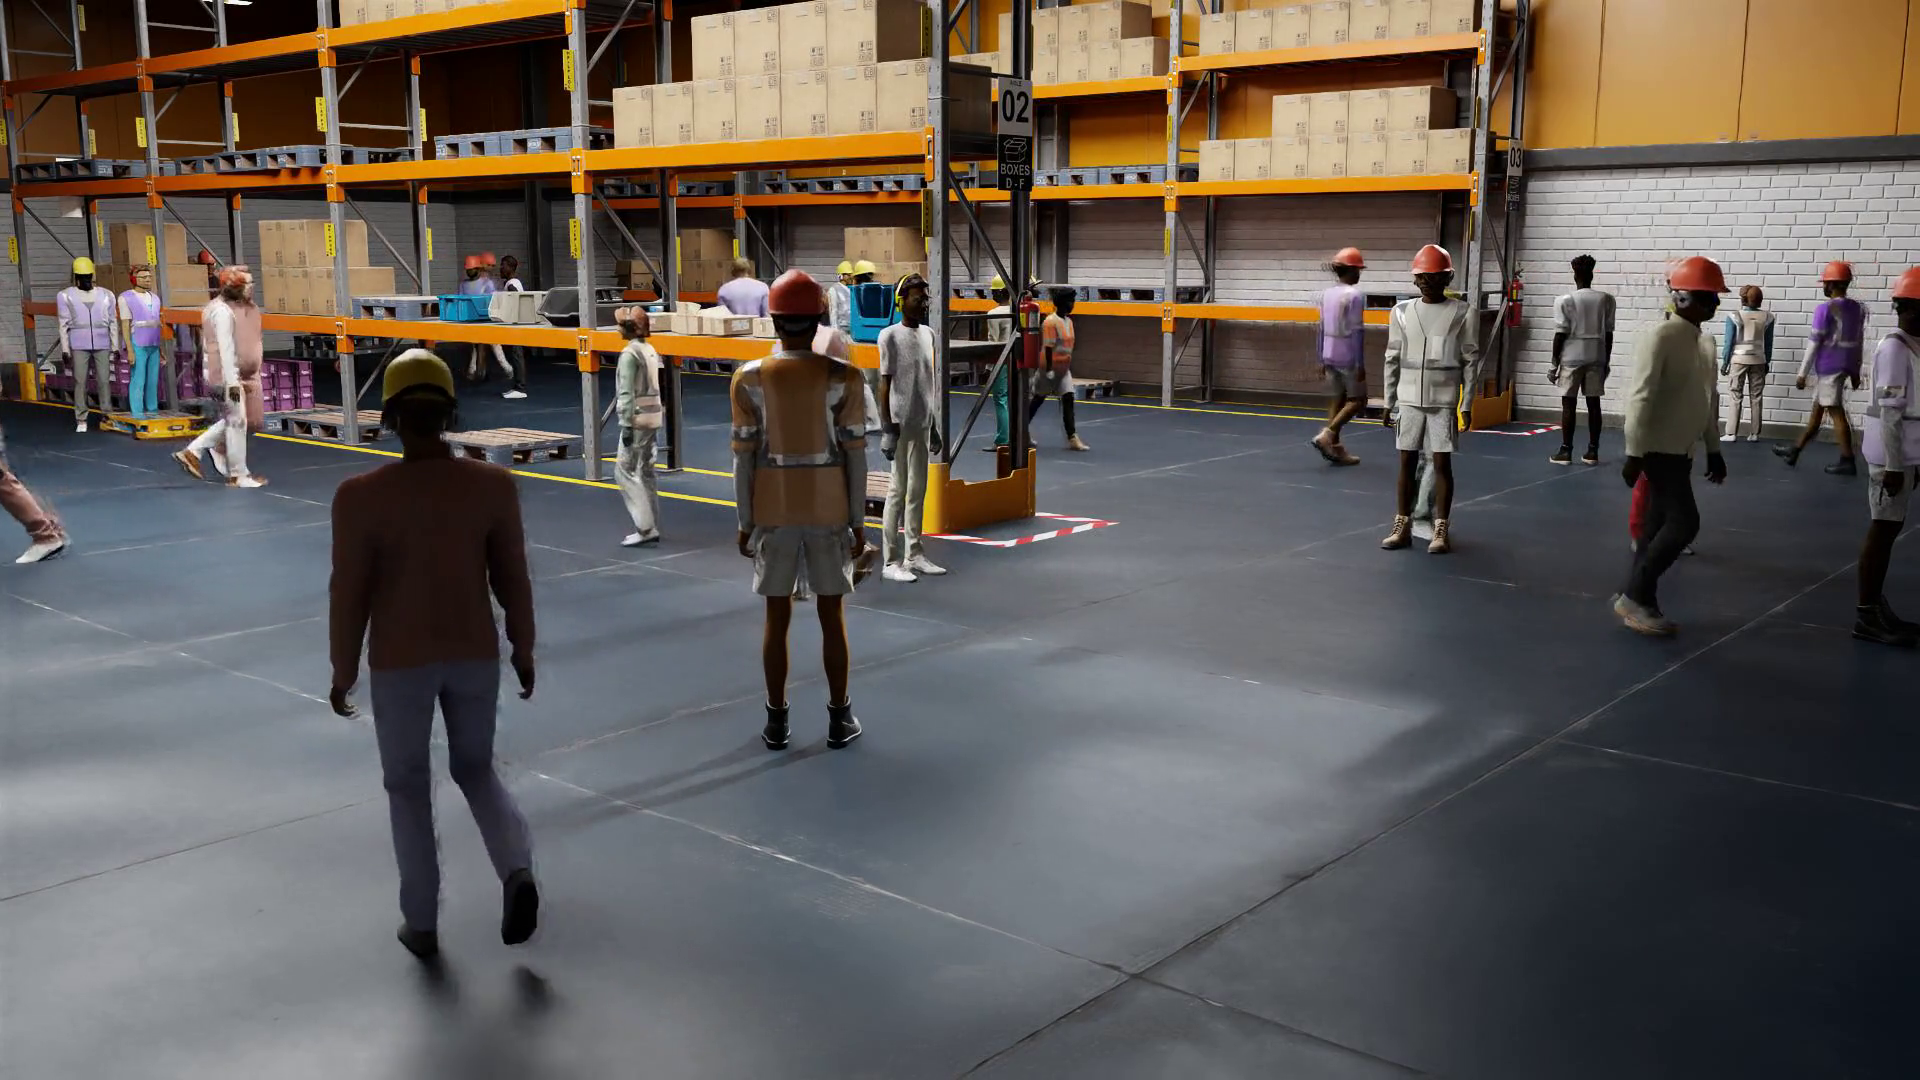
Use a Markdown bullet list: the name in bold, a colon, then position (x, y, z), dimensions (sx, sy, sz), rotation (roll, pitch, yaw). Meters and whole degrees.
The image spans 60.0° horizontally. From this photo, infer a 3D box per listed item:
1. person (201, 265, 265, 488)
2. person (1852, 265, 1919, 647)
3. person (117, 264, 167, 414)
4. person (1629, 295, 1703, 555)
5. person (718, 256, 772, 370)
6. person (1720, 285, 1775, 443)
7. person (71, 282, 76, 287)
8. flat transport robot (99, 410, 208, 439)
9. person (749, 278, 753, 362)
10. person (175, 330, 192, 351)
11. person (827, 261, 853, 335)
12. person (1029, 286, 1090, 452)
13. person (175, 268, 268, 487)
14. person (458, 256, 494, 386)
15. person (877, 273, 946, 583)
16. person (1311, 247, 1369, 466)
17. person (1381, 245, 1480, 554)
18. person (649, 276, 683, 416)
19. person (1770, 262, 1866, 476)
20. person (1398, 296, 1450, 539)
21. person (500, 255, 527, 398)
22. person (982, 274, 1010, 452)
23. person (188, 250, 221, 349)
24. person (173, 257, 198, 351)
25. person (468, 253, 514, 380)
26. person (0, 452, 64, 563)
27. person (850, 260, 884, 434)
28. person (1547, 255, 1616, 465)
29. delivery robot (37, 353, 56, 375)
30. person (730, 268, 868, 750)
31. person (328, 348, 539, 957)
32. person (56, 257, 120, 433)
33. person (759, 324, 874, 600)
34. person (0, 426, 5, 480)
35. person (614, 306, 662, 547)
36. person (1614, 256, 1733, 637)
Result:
- **person**: position (-6.211, -1.388, 14.150), dimensions (0.604, 1.890, 0.638), rotation (3, 11, 19)
- **person**: position (4.841, -0.434, 8.548), dimensions (0.355, 1.938, 0.544), rotation (7, 12, 35)
- **person**: position (-8.926, -2.081, 18.181), dimensions (0.390, 1.846, 0.564), rotation (2, 10, 11)
- **person**: position (4.696, -0.769, 10.961), dimensions (0.523, 1.762, 0.329), rotation (0, 10, -1)
- **person**: position (-2.573, -2.436, 19.986), dimensions (0.644, 1.920, 0.438), rotation (0, 10, -1)
- **person**: position (8.194, -1.826, 17.329), dimensions (0.525, 1.643, 0.308), rotation (0, 10, -1)
- **person**: position (-12.582, -3.091, 24.123), dimensions (0.646, 1.789, 0.911), rotation (6, 12, 31)
- **flat transport robot**: position (-8.727, -1.262, 17.999), dimensions (0.652, 0.197, 1.431), rotation (-10, 14, -44)
- **person**: position (-2.808, -2.721, 22.467), dimensions (0.288, 1.626, 0.497), rotation (0, 10, 2)
- **person**: position (-12.193, -3.362, 26.159), dimensions (0.504, 1.605, 0.757), rotation (4, 11, 20)
- **person**: position (-1.621, -3.031, 23.628), dimensions (0.403, 1.834, 0.589), rotation (6, 12, 33)
- **person**: position (0.923, -1.727, 16.733), dimensions (0.863, 1.655, 0.533), rotation (7, 12, 37)
- **person**: position (-6.268, -1.359, 14.027), dimensions (0.613, 1.860, 0.629), rotation (-4, 11, -23)
- **person**: position (-7.192, -3.228, 24.557), dimensions (0.582, 1.894, 0.909), rotation (2, 10, 13)
- **person**: position (-0.288, -0.684, 10.161), dimensions (0.314, 1.869, 0.535), rotation (7, 12, 36)
- **person**: position (3.524, -1.677, 15.359), dimensions (0.499, 2.029, 0.641), rotation (-4, 11, -20)
- **person**: position (3.105, -0.928, 11.055), dimensions (0.615, 2.042, 0.376), rotation (6, 12, 32)
- **person**: position (-3.570, -2.350, 20.151), dimensions (0.320, 1.692, 0.531), rotation (6, 12, 32)
- **person**: position (7.798, -1.556, 15.061), dimensions (0.569, 1.888, 0.957), rotation (-5, 11, -28)
- **person**: position (3.273, -0.864, 11.637), dimensions (0.334, 1.721, 0.567), rotation (-1, 10, -5)
- **person**: position (-6.059, -2.890, 22.577), dimensions (0.386, 1.921, 0.595), rotation (-3, 10, -16)
- **person**: position (0.421, -1.756, 16.565), dimensions (0.315, 1.769, 0.525), rotation (7, 12, 36)
- **person**: position (-10.046, -2.881, 22.315), dimensions (0.380, 1.994, 0.618), rotation (9, 13, 41)
- **person**: position (-10.909, -3.067, 23.648), dimensions (0.646, 1.901, 0.398), rotation (-7, 12, -33)
- **person**: position (-7.161, -3.421, 25.511), dimensions (1.012, 1.937, 0.632), rotation (1, 10, 8)
- **person**: position (-6.252, -0.721, 10.476), dimensions (0.642, 1.858, 0.974), rotation (7, 12, 36)
- **person**: position (-0.959, -2.091, 18.126), dimensions (0.558, 1.890, 0.609), rotation (4, 11, 21)
- **person**: position (5.804, -1.676, 15.555), dimensions (0.600, 1.959, 0.375), rotation (-1, 10, -5)
- **delivery robot**: position (-12.804, -2.352, 23.136), dimensions (0.477, 0.478, 0.707), rotation (-7, 12, -34)
- **person**: position (-0.640, -0.113, 6.708), dimensions (0.543, 1.942, 0.355), rotation (0, 10, -1)
- **person**: position (-1.457, 0.341, 4.677), dimensions (0.547, 1.747, 0.521), rotation (-7, 12, -35)
- **person**: position (-9.563, -2.140, 18.290), dimensions (0.593, 1.924, 0.381), rotation (-7, 12, -36)
- **person**: position (-0.831, -0.551, 9.539), dimensions (0.594, 1.822, 0.663), rotation (5, 11, 27)
- **person**: position (-5.940, -0.491, 9.828), dimensions (0.507, 1.605, 0.795), rotation (-6, 11, -29)
- **person**: position (-2.176, -0.770, 11.314), dimensions (0.314, 1.633, 0.543), rotation (1, 10, 6)
- **person**: position (3.699, -0.470, 8.637), dimensions (0.630, 1.974, 0.486), rotation (-10, 14, -44)
